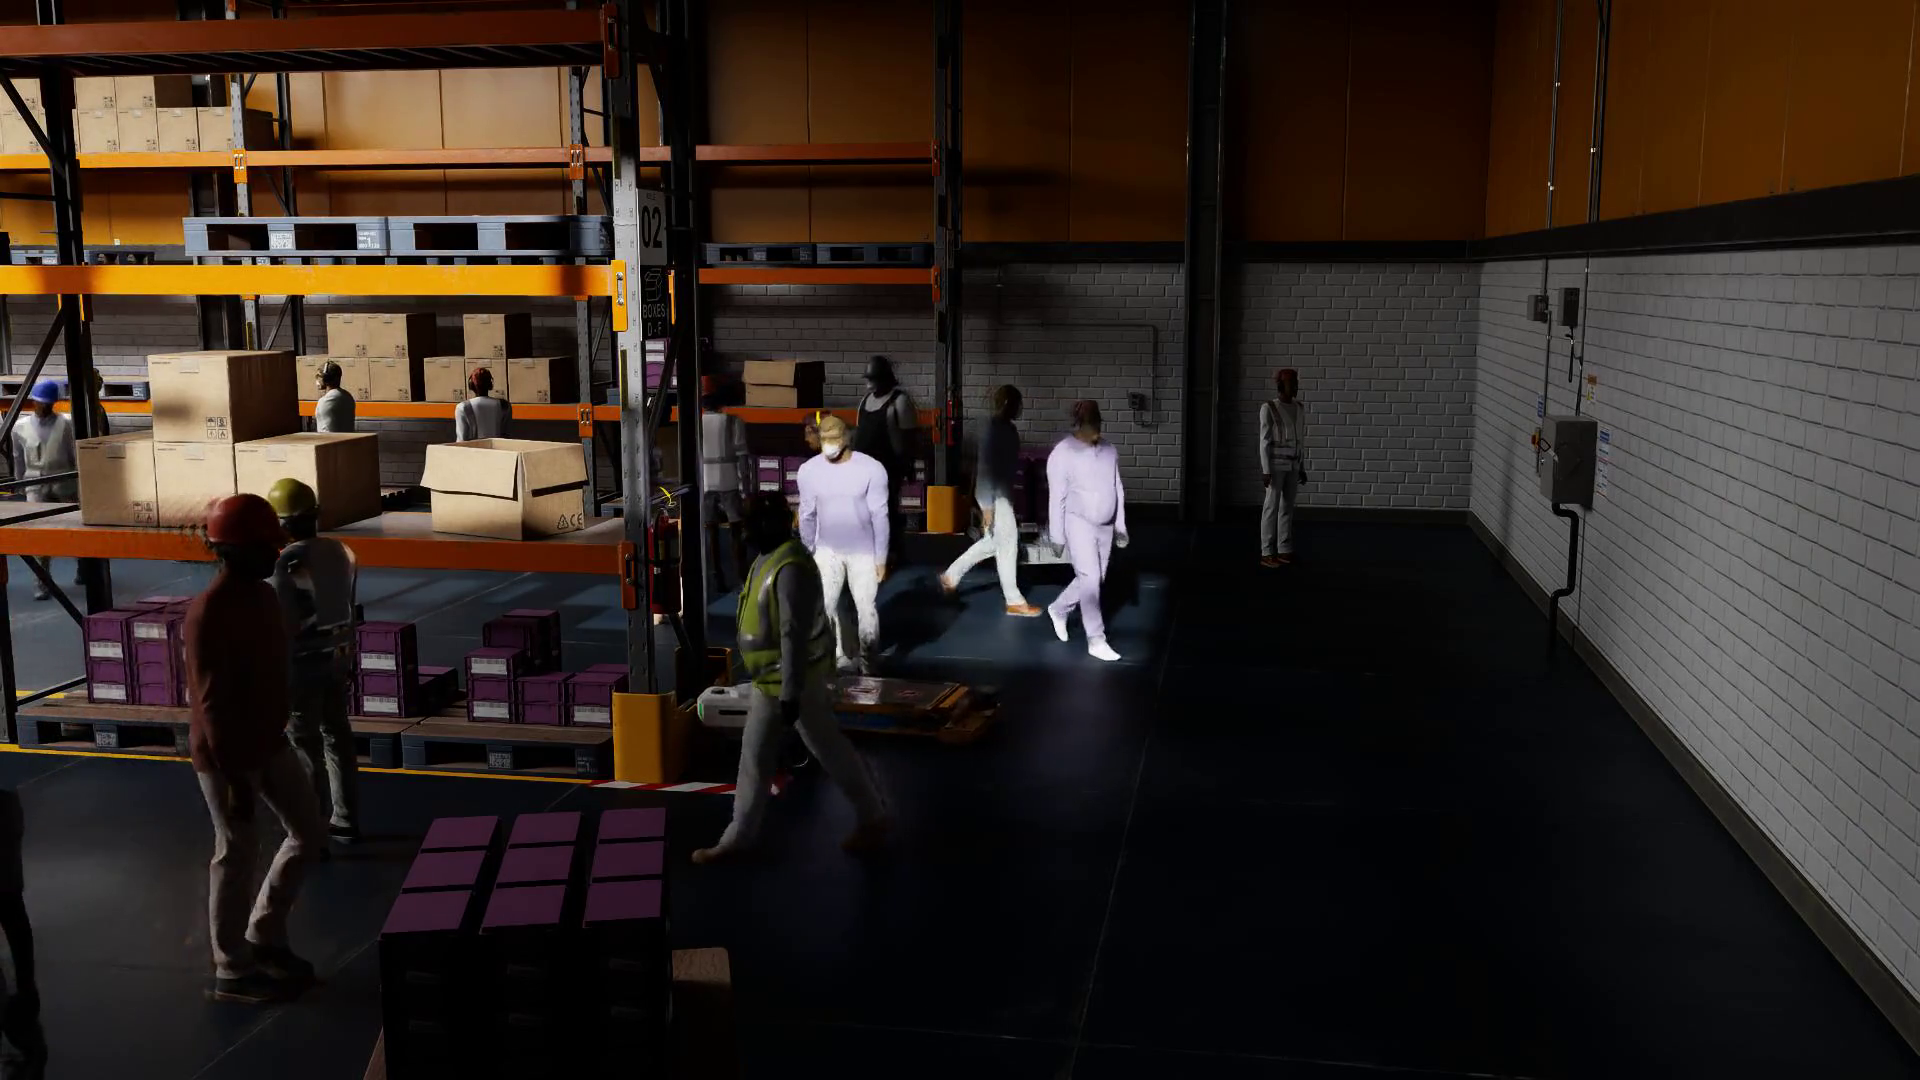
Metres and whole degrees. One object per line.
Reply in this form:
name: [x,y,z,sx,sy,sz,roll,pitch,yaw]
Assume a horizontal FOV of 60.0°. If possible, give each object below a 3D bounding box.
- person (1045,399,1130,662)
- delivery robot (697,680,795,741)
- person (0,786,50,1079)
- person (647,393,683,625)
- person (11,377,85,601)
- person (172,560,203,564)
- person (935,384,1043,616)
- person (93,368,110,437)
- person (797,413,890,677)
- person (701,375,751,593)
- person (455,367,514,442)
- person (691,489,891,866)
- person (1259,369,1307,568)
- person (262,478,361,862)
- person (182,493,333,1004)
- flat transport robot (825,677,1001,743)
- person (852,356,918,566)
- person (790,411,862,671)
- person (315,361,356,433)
person: [0.899,-0.100,12.194,0.640,1.881,0.860,-9,13,-43]
delivery robot: [-1.117,0.964,9.407,0.707,0.478,0.477,1,9,5]
person: [-2.577,1.215,4.162,0.513,1.853,0.624,-6,11,-31]
person: [-2.393,-0.250,13.253,0.429,1.844,0.626,7,11,36]
person: [-7.879,-0.473,14.461,0.598,1.910,0.856,-3,10,-18]
person: [-7.425,-0.679,16.002,0.403,1.826,0.603,0,9,-1]
person: [0.229,-0.336,13.622,0.902,1.904,0.659,3,10,18]
person: [-8.747,-0.830,16.835,0.514,1.846,0.339,9,13,43]
person: [-0.757,0.114,10.889,0.630,1.891,0.702,2,9,10]
person: [-2.123,-0.481,14.519,0.602,1.906,0.387,0,9,-2]
person: [-4.565,-0.717,16.021,0.572,1.883,0.354,-7,11,-36]
person: [-0.765,0.649,7.883,0.971,1.789,0.706,-3,10,-21]
person: [3.077,-0.683,15.804,0.576,1.885,0.355,-7,12,-37]
person: [-3.113,0.614,7.929,0.404,1.827,0.599,3,10,16]
person: [-2.668,0.803,6.304,0.499,1.973,0.656,0,9,3]
flat transport robot: [-0.519,1.019,10.234,1.431,0.197,0.652,3,10,16]
person: [-0.823,-0.727,15.593,0.858,2.000,0.705,-7,12,-39]
person: [-0.913,0.011,11.654,0.622,1.843,0.524,6,11,32]
person: [-6.060,-0.768,16.165,0.358,1.938,0.636,0,9,0]
